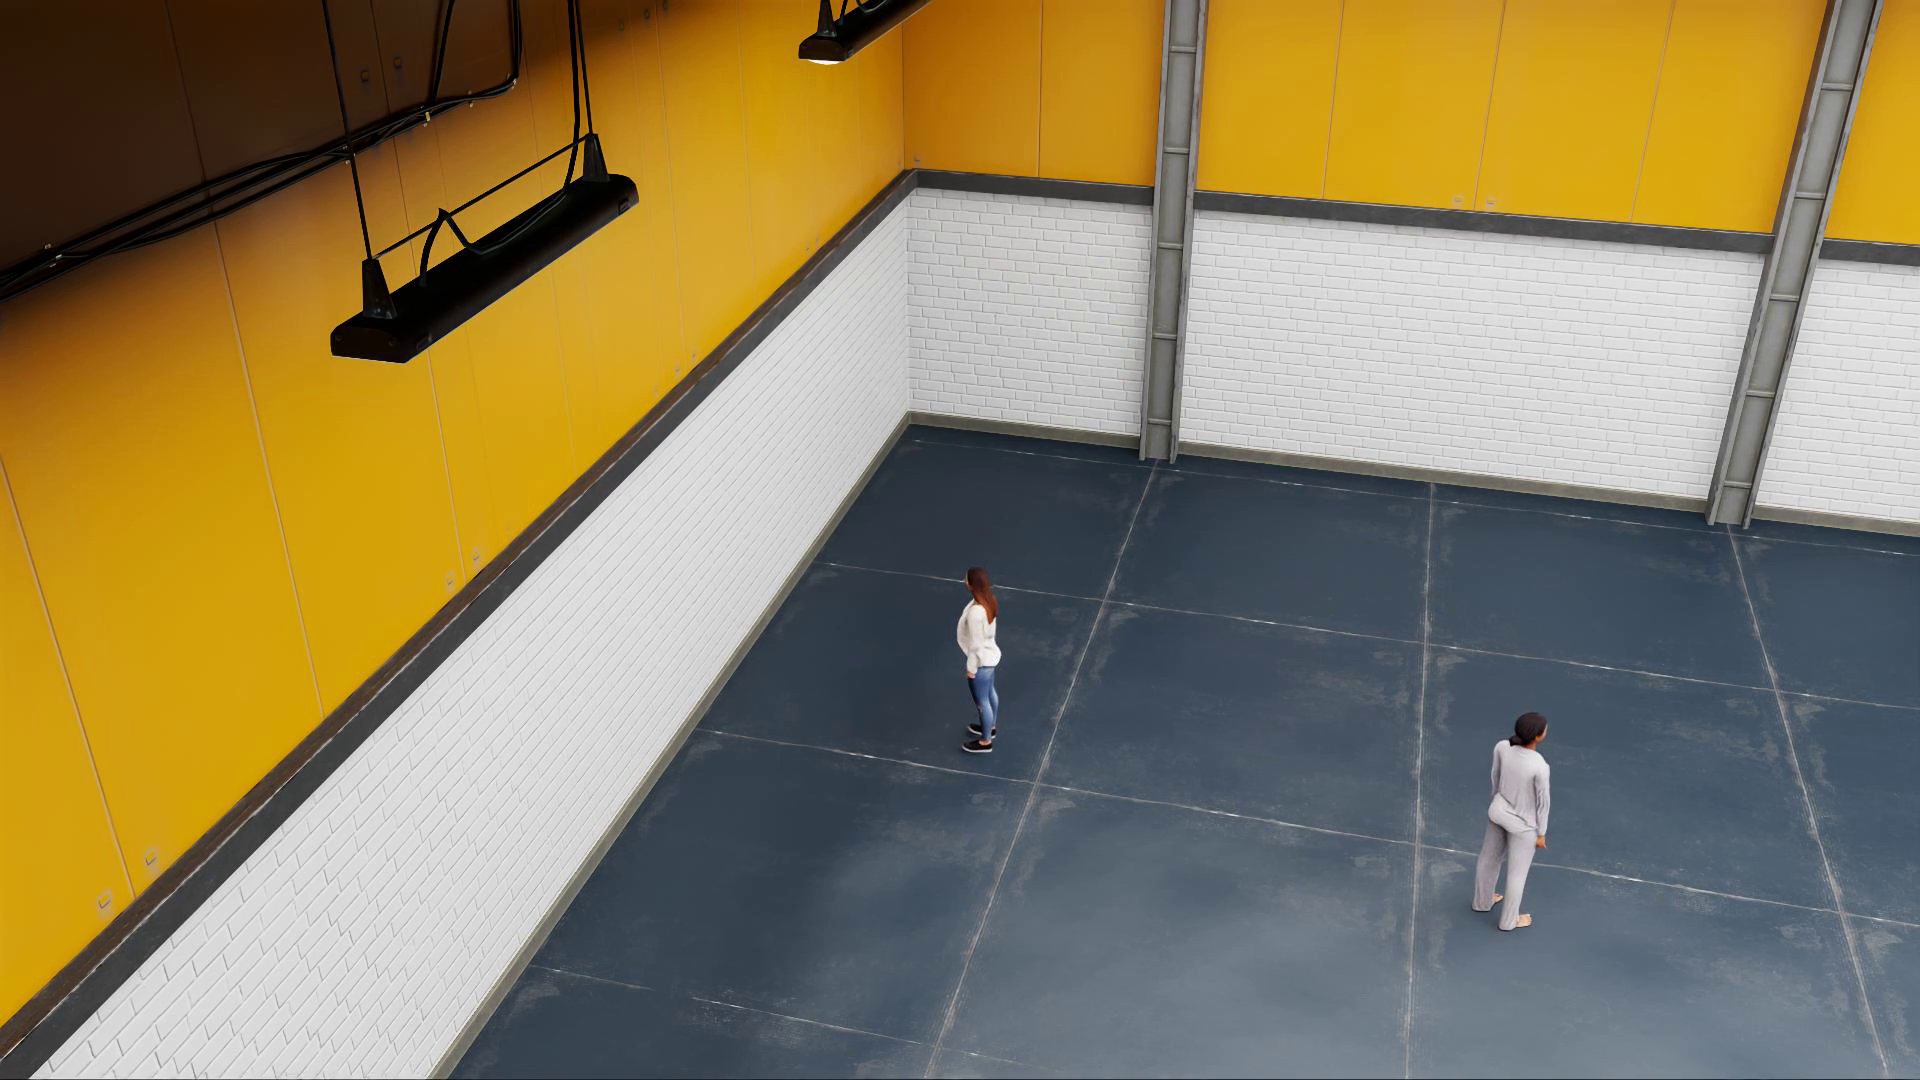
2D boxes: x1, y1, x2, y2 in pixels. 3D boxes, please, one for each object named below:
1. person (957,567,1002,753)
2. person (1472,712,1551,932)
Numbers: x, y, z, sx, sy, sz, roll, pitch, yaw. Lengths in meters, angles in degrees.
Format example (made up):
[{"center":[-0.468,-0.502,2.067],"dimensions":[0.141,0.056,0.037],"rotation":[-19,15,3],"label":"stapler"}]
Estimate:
[{"center":[0.175,0.962,13.533],"dimensions":[0.544,1.693,0.611],"rotation":[8,30,14],"label":"person"},{"center":[3.890,1.954,11.669],"dimensions":[0.770,1.736,0.703],"rotation":[-16,33,-27],"label":"person"}]
